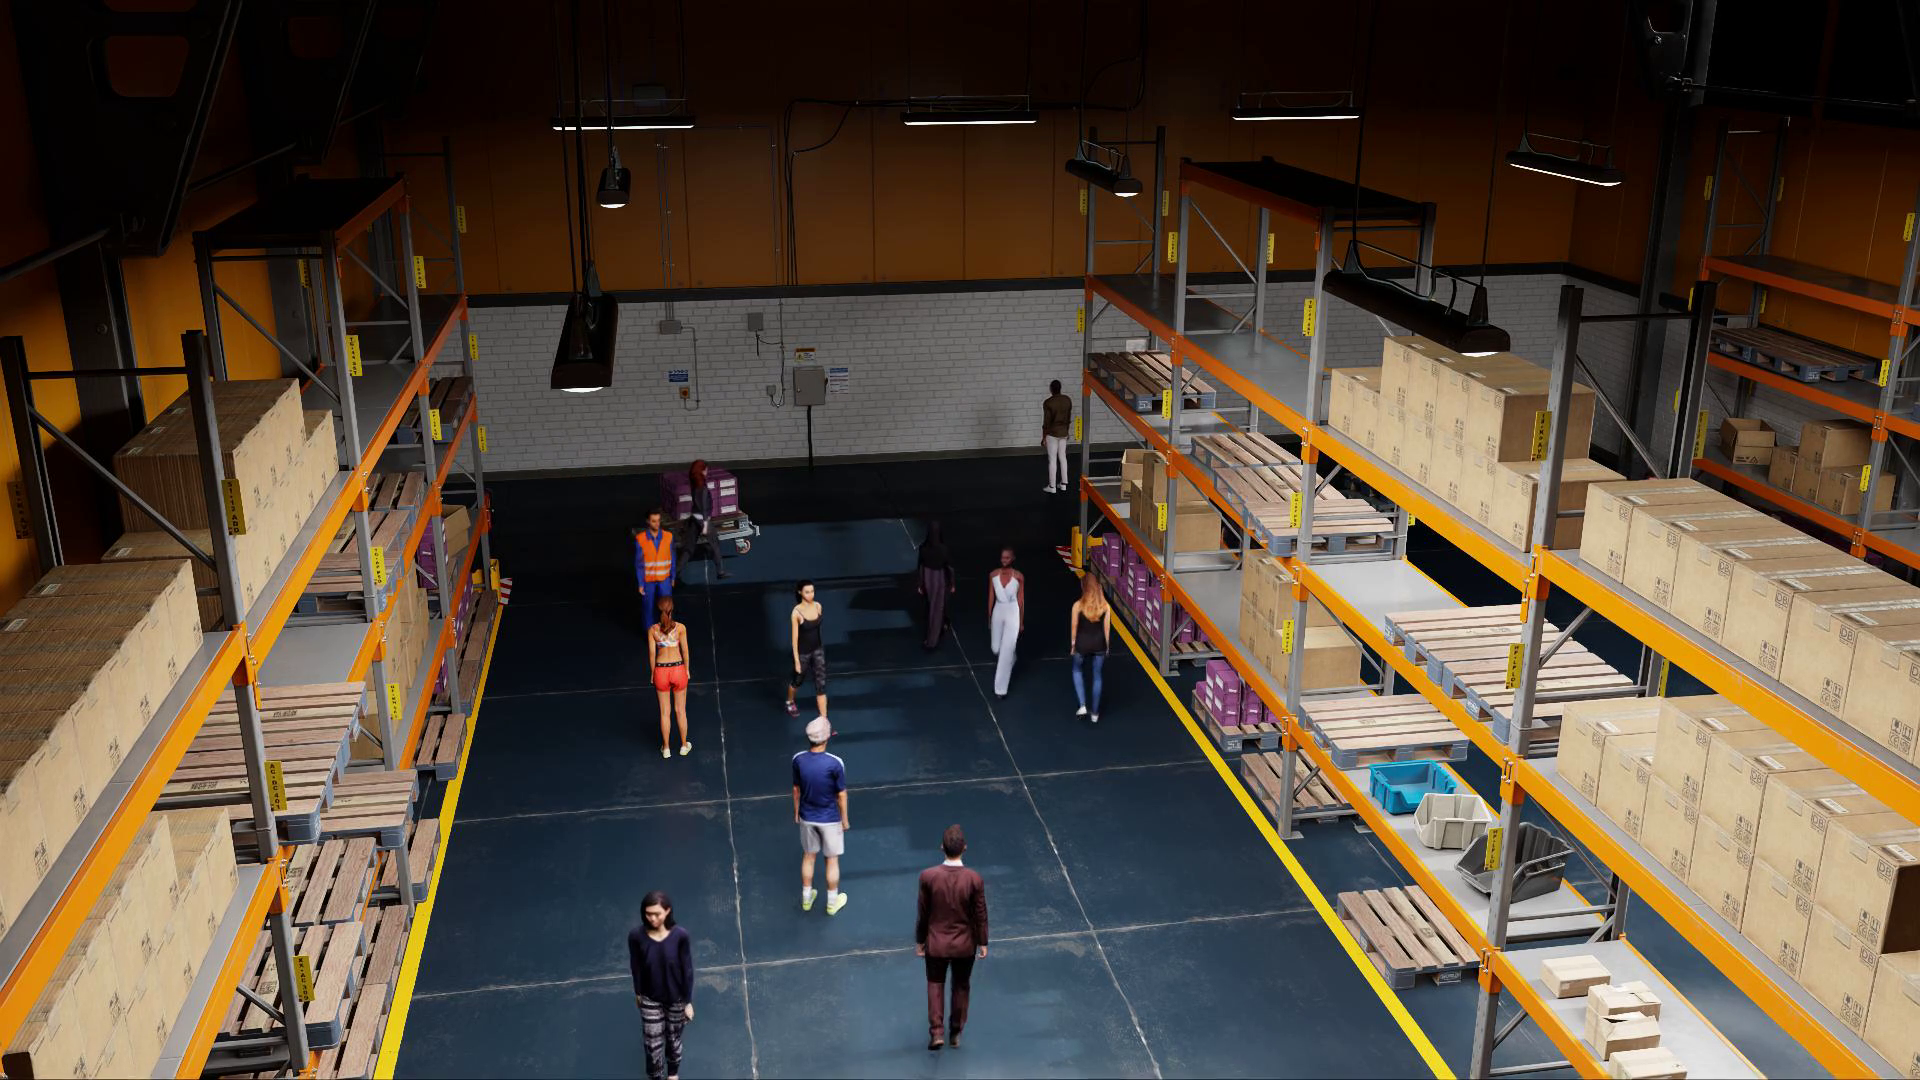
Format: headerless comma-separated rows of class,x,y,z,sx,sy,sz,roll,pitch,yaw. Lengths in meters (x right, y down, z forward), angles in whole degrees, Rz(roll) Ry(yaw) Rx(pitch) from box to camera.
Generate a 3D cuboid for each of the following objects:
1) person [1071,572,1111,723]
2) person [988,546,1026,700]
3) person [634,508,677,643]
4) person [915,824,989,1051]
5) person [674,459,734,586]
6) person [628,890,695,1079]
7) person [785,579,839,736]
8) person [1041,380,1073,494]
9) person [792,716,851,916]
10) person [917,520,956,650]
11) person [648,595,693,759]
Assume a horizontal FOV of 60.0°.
person,1.428,1.208,18.172,0.618,1.707,0.615,0,19,-1
person,0.553,0.904,18.991,0.881,1.761,1.066,6,20,18
person,-3.724,0.493,20.120,0.865,1.819,1.290,-8,20,-21
person,-0.078,3.050,12.482,0.825,1.849,0.933,1,19,4
person,-3.552,-0.199,22.306,1.025,1.737,1.157,-15,24,-37
person,-2.132,3.253,12.087,0.639,1.716,0.746,-2,19,-5
person,-1.718,1.243,18.117,0.986,1.676,1.236,-15,24,-38
person,1.543,-1.666,26.524,0.798,1.825,0.742,-12,22,-31
person,-1.203,2.410,14.411,0.746,1.829,0.756,5,19,15
person,-0.320,0.553,20.277,0.983,1.606,1.204,7,20,19
person,-3.035,1.421,17.409,0.554,1.792,0.550,-3,19,-9
